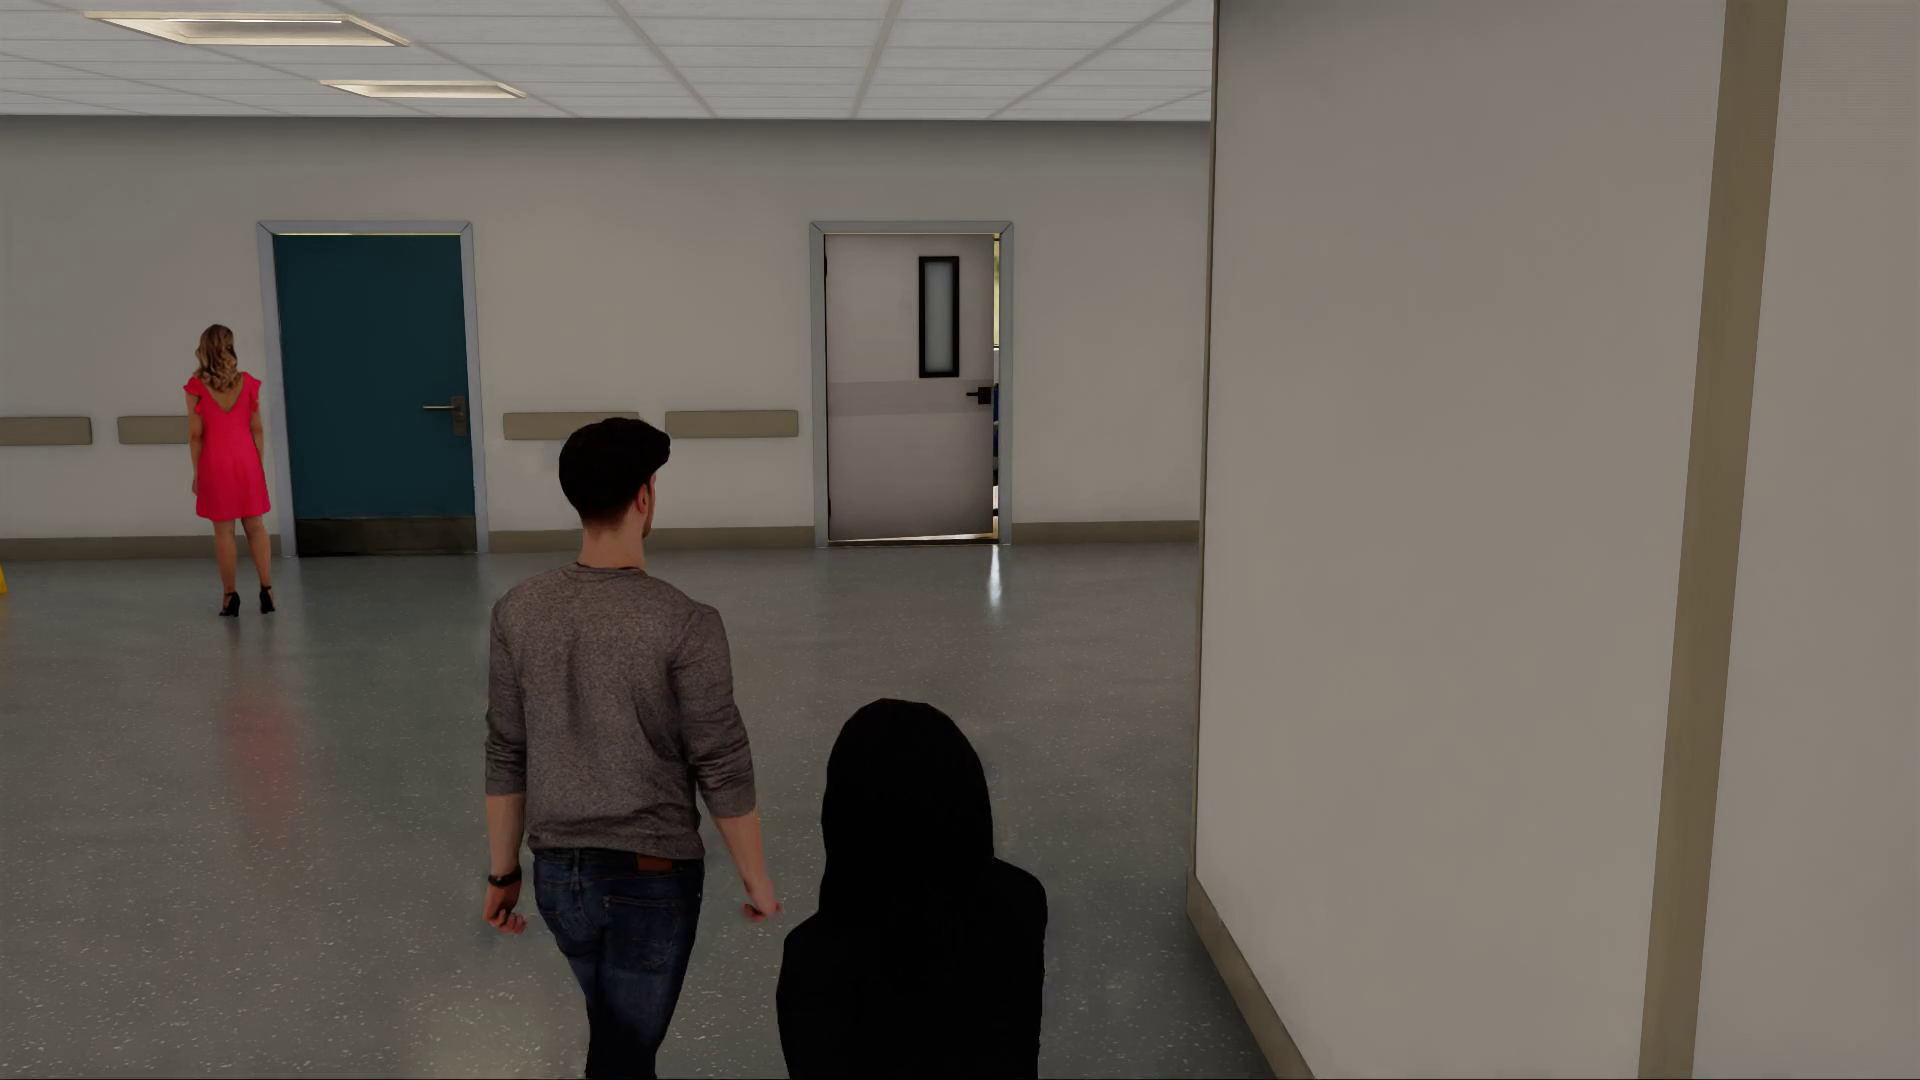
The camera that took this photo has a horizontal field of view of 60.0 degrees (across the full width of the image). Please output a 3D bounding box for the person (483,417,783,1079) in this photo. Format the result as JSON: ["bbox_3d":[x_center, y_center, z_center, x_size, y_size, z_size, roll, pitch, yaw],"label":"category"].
[{"bbox_3d":[-0.741,0.734,3.348,1.136,1.869,1.050,4,11,19],"label":"person"}]

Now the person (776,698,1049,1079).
[{"bbox_3d":[0.001,1.062,2.435,1.127,1.564,1.078,-8,13,-36],"label":"person"}]

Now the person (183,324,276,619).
[{"bbox_3d":[-4.269,-0.407,9.737,0.628,1.729,0.724,-8,13,-35],"label":"person"}]
